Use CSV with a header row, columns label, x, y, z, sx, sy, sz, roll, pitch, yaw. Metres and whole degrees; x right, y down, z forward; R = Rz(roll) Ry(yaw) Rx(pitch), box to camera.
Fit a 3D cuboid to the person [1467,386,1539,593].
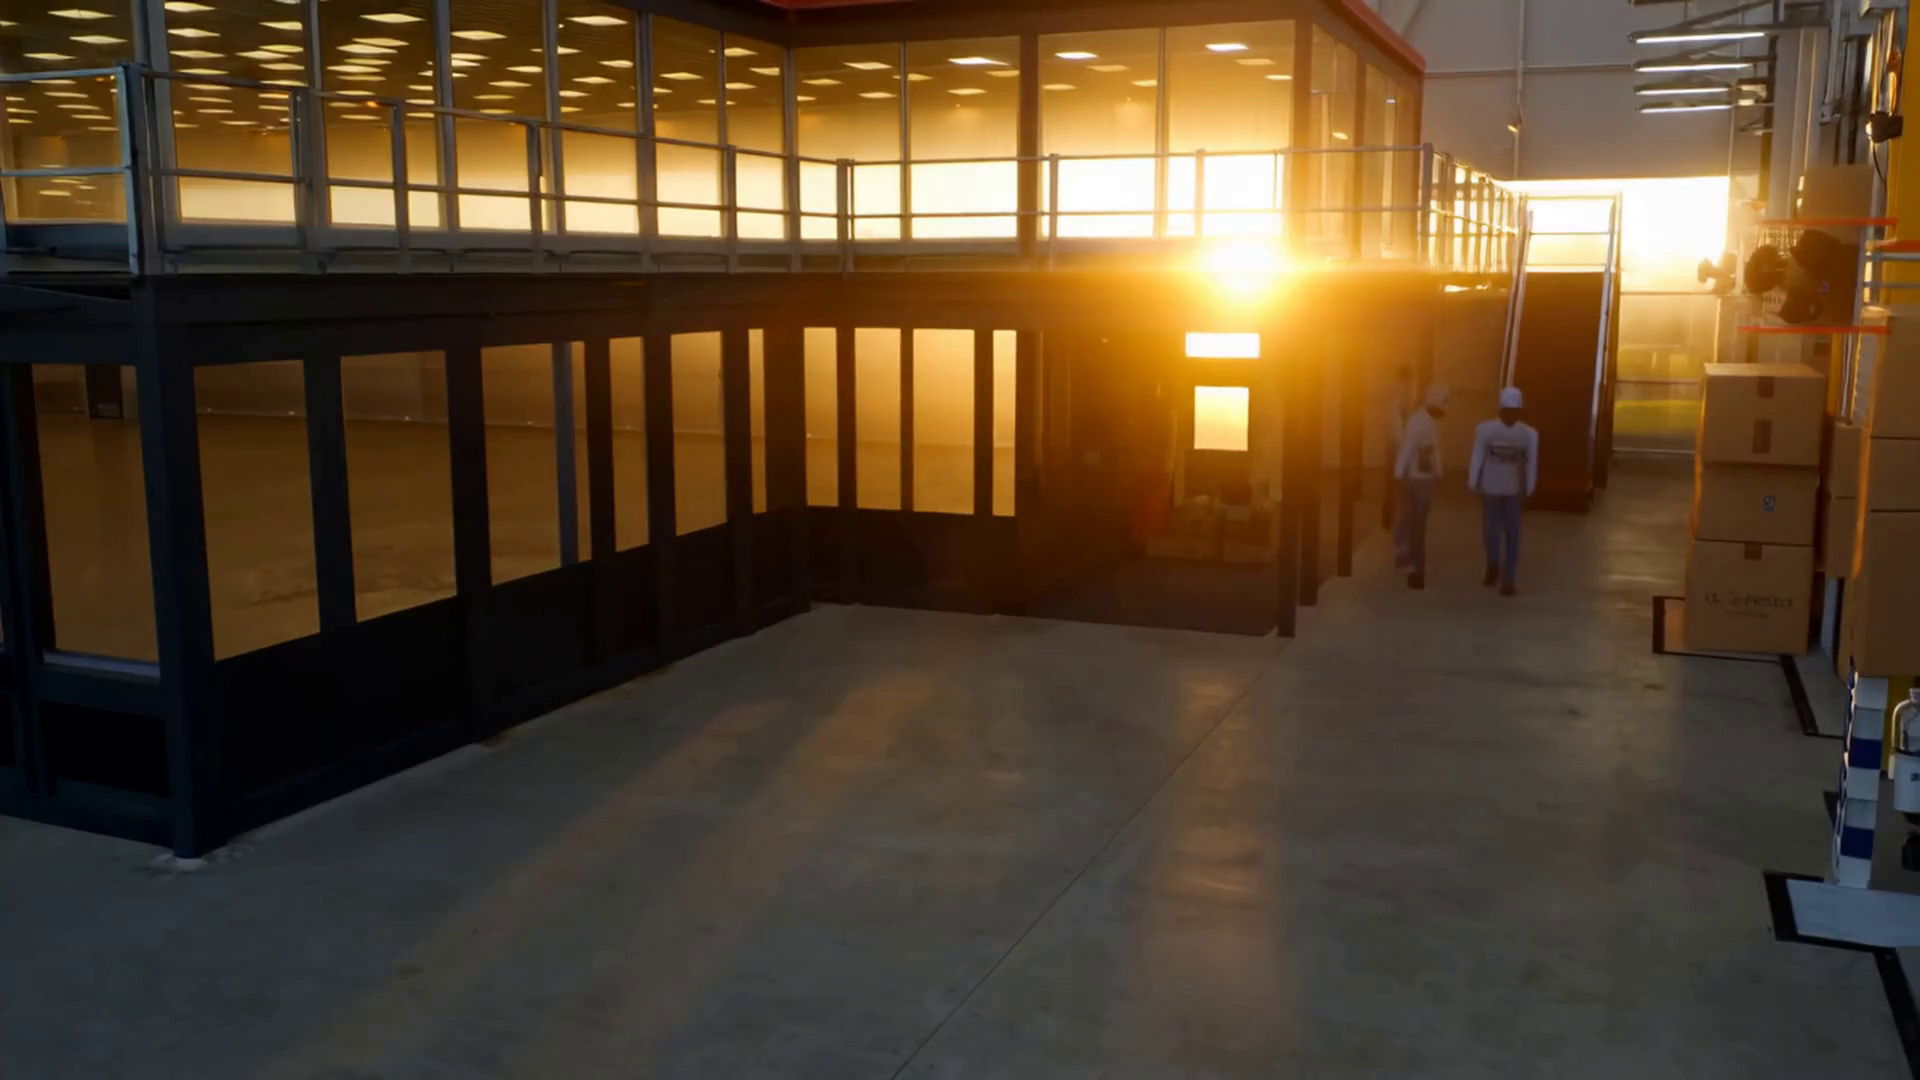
label,x,y,z,sx,sy,sz,roll,pitch,yaw
person,5.200,-0.499,15.941,0.635,1.975,0.544,3,10,18
